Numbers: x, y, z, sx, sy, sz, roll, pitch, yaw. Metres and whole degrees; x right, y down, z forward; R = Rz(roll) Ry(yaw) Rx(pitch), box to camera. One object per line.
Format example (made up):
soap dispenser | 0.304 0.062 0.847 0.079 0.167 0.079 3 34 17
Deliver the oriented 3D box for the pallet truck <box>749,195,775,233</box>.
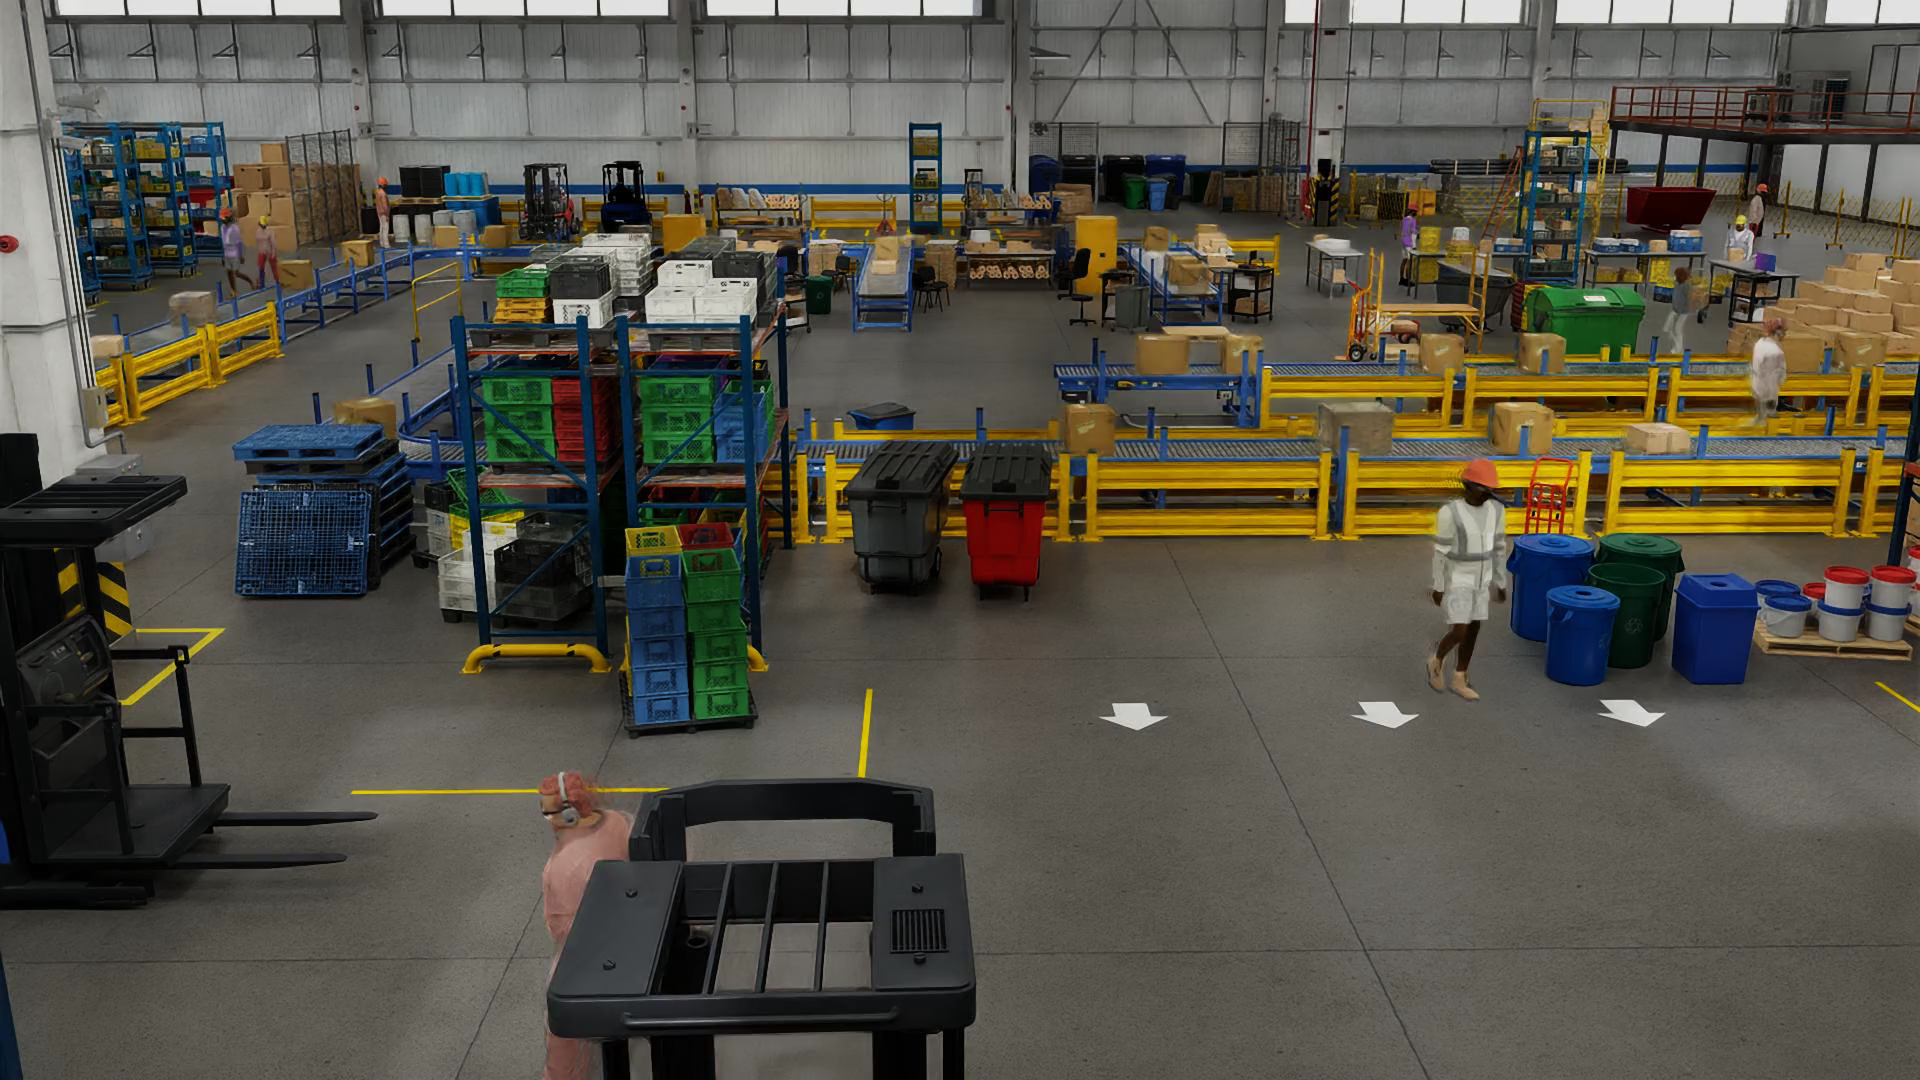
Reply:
pallet truck | -6.051 -9.967 50.660 0.680 1.201 1.601 0 16 -1

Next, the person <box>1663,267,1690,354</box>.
person | 12.557 -3.963 29.107 0.361 1.616 0.497 -2 16 -8

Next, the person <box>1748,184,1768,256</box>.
person | 20.877 -8.331 43.621 0.389 1.989 0.610 10 19 30

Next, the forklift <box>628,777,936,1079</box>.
forklift | -0.542 2.165 5.552 1.129 2.768 1.873 -1 16 -2

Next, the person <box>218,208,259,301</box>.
person | -15.826 -6.257 36.361 0.611 2.026 0.681 10 19 31

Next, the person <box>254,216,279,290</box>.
person | -15.700 -6.457 37.599 0.533 1.709 0.902 3 16 9

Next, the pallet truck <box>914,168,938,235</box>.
pallet truck | -0.989 -10.316 50.507 0.823 1.965 1.885 1 16 3

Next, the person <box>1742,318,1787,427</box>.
person | 10.420 -1.937 21.561 0.543 1.892 0.668 2 16 6

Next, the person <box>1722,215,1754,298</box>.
person | 17.103 -6.227 36.608 0.595 1.824 0.404 15 22 42

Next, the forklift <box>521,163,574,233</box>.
forklift | -12.233 -10.122 49.298 1.157 1.987 2.680 0 16 -1

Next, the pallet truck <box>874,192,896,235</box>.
pallet truck | -2.277 -9.986 50.594 0.653 1.274 1.630 0 16 -1

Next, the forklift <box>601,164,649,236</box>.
forklift | -9.948 -10.127 49.296 1.157 1.987 2.680 -1 16 -3

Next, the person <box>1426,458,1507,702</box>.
person | 4.127 0.328 13.442 0.612 2.028 0.414 -6 17 -20

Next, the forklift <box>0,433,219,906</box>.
forklift | -5.952 0.780 10.366 1.873 2.768 1.129 0 16 -1

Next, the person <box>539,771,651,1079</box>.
person | -1.717 1.973 8.063 1.002 1.856 0.648 6 17 20

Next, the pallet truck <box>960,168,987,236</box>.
pallet truck | 0.383 -10.230 50.206 0.823 1.965 1.885 -1 16 -3

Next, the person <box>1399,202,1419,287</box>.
person | 10.444 -6.866 38.614 0.349 1.942 0.545 -4 17 -14

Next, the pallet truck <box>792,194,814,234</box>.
pallet truck | -4.814 -9.883 50.259 0.704 1.261 1.522 -1 16 -3

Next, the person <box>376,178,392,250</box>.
person | -15.867 -8.976 45.854 0.395 1.994 0.612 -11 19 -34
